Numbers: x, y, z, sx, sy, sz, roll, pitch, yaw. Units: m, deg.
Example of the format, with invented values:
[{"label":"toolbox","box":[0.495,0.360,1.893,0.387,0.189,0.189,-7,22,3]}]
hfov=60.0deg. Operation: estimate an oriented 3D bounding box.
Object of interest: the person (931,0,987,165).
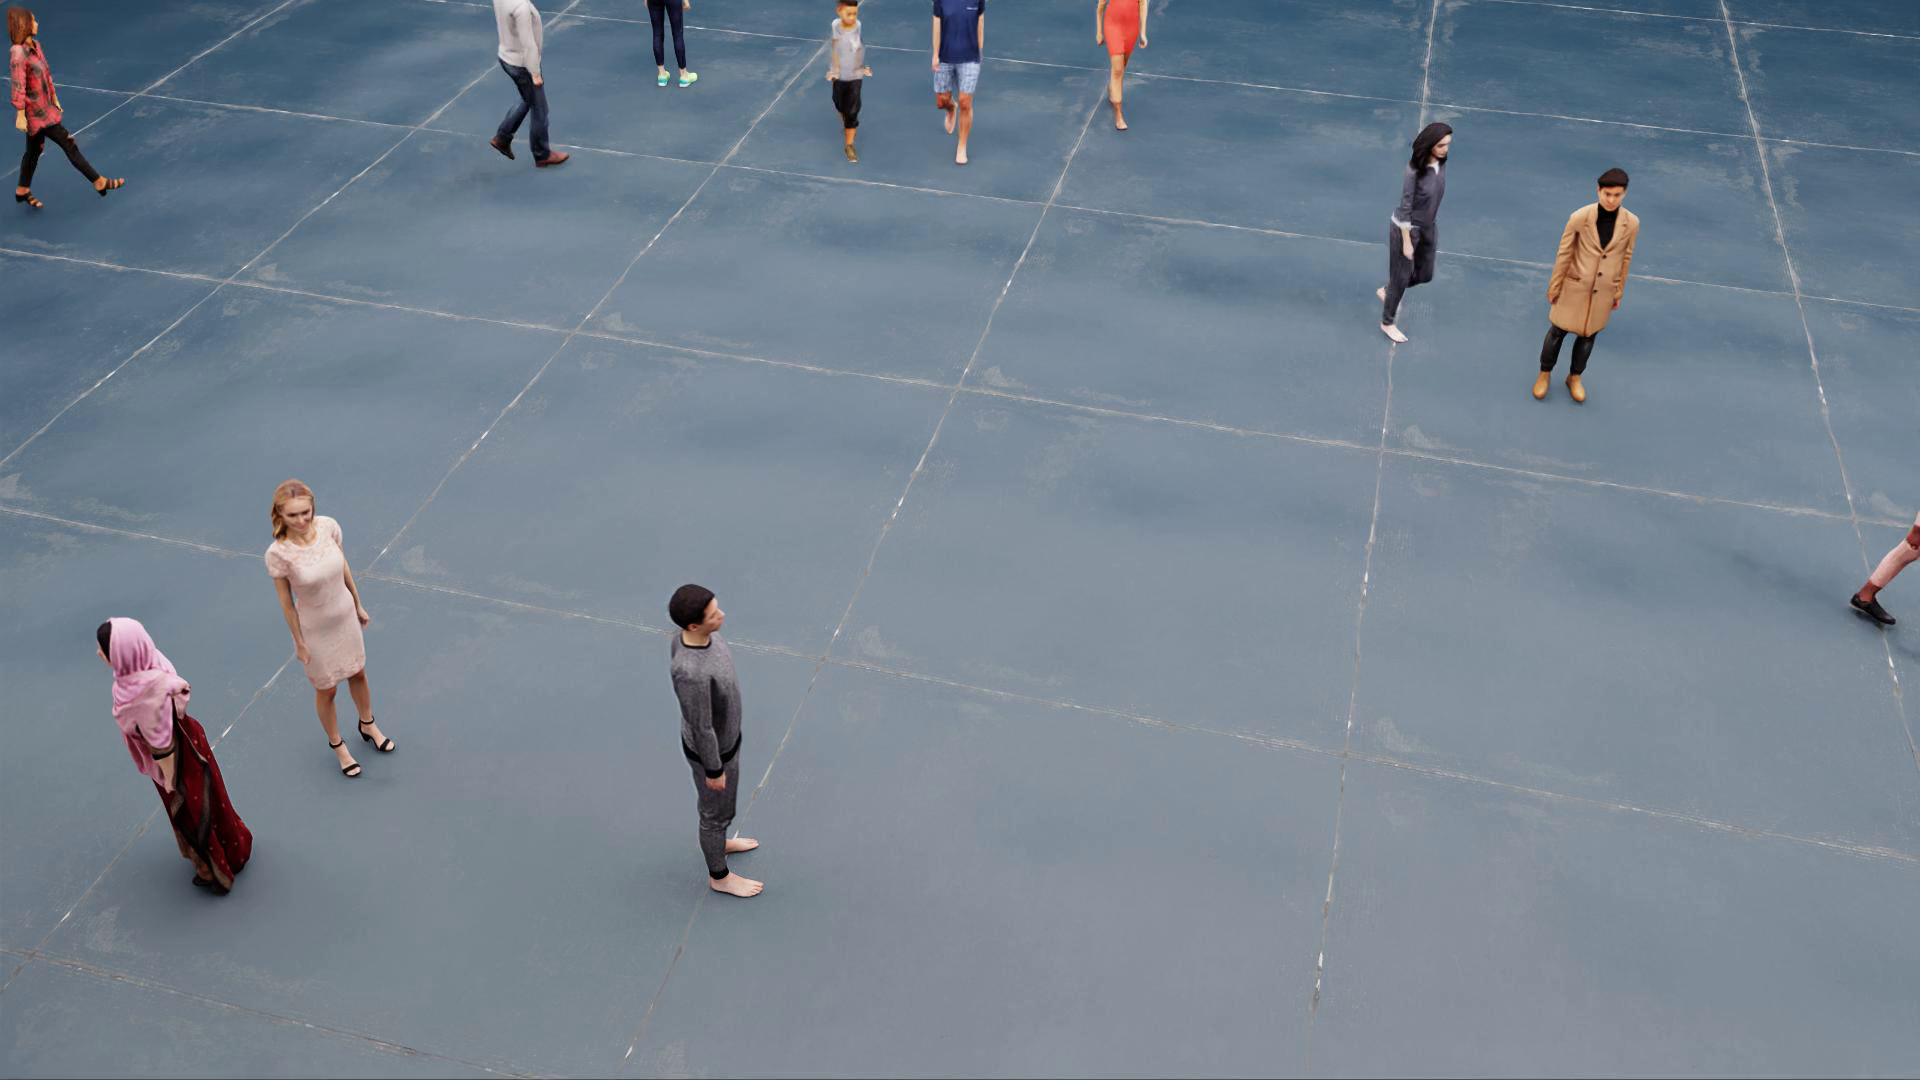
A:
[{"label":"person","box":[-0.025,-4.254,14.510,0.730,1.829,0.963,1,38,2]}]

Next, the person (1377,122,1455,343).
[{"label":"person","box":[3.206,-2.262,12.035,0.805,1.741,0.861,-29,46,-32]}]

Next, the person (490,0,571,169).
[{"label":"person","box":[-3.807,-4.053,14.199,1.085,1.895,1.021,-21,43,-25]}]

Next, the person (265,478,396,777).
[{"label":"person","box":[-3.248,0.437,8.515,0.700,1.829,0.568,26,45,30]}]

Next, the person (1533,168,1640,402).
[{"label":"person","box":[4.309,-1.758,11.403,0.675,1.726,0.642,5,38,7]}]

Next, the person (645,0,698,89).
[{"label":"person","box":[-2.805,-5.154,15.760,0.606,1.706,0.536,7,39,9]}]

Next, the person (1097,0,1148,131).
[{"label":"person","box":[1.468,-4.688,15.192,0.907,1.672,1.231,-5,38,-6]}]

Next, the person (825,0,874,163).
[{"label":"person","box":[-1.021,-4.219,14.802,0.804,1.413,1.072,-3,38,-3]}]

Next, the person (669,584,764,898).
[{"label":"person","box":[-1.181,0.927,7.876,0.824,1.843,0.638,-5,38,-6]}]

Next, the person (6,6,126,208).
[{"label":"person","box":[-7.666,-3.489,13.689,1.066,1.634,1.140,-5,38,-7]}]

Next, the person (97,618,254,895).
[{"label":"person","box":[-3.760,0.992,7.963,0.839,1.633,0.770,-18,41,-21]}]
